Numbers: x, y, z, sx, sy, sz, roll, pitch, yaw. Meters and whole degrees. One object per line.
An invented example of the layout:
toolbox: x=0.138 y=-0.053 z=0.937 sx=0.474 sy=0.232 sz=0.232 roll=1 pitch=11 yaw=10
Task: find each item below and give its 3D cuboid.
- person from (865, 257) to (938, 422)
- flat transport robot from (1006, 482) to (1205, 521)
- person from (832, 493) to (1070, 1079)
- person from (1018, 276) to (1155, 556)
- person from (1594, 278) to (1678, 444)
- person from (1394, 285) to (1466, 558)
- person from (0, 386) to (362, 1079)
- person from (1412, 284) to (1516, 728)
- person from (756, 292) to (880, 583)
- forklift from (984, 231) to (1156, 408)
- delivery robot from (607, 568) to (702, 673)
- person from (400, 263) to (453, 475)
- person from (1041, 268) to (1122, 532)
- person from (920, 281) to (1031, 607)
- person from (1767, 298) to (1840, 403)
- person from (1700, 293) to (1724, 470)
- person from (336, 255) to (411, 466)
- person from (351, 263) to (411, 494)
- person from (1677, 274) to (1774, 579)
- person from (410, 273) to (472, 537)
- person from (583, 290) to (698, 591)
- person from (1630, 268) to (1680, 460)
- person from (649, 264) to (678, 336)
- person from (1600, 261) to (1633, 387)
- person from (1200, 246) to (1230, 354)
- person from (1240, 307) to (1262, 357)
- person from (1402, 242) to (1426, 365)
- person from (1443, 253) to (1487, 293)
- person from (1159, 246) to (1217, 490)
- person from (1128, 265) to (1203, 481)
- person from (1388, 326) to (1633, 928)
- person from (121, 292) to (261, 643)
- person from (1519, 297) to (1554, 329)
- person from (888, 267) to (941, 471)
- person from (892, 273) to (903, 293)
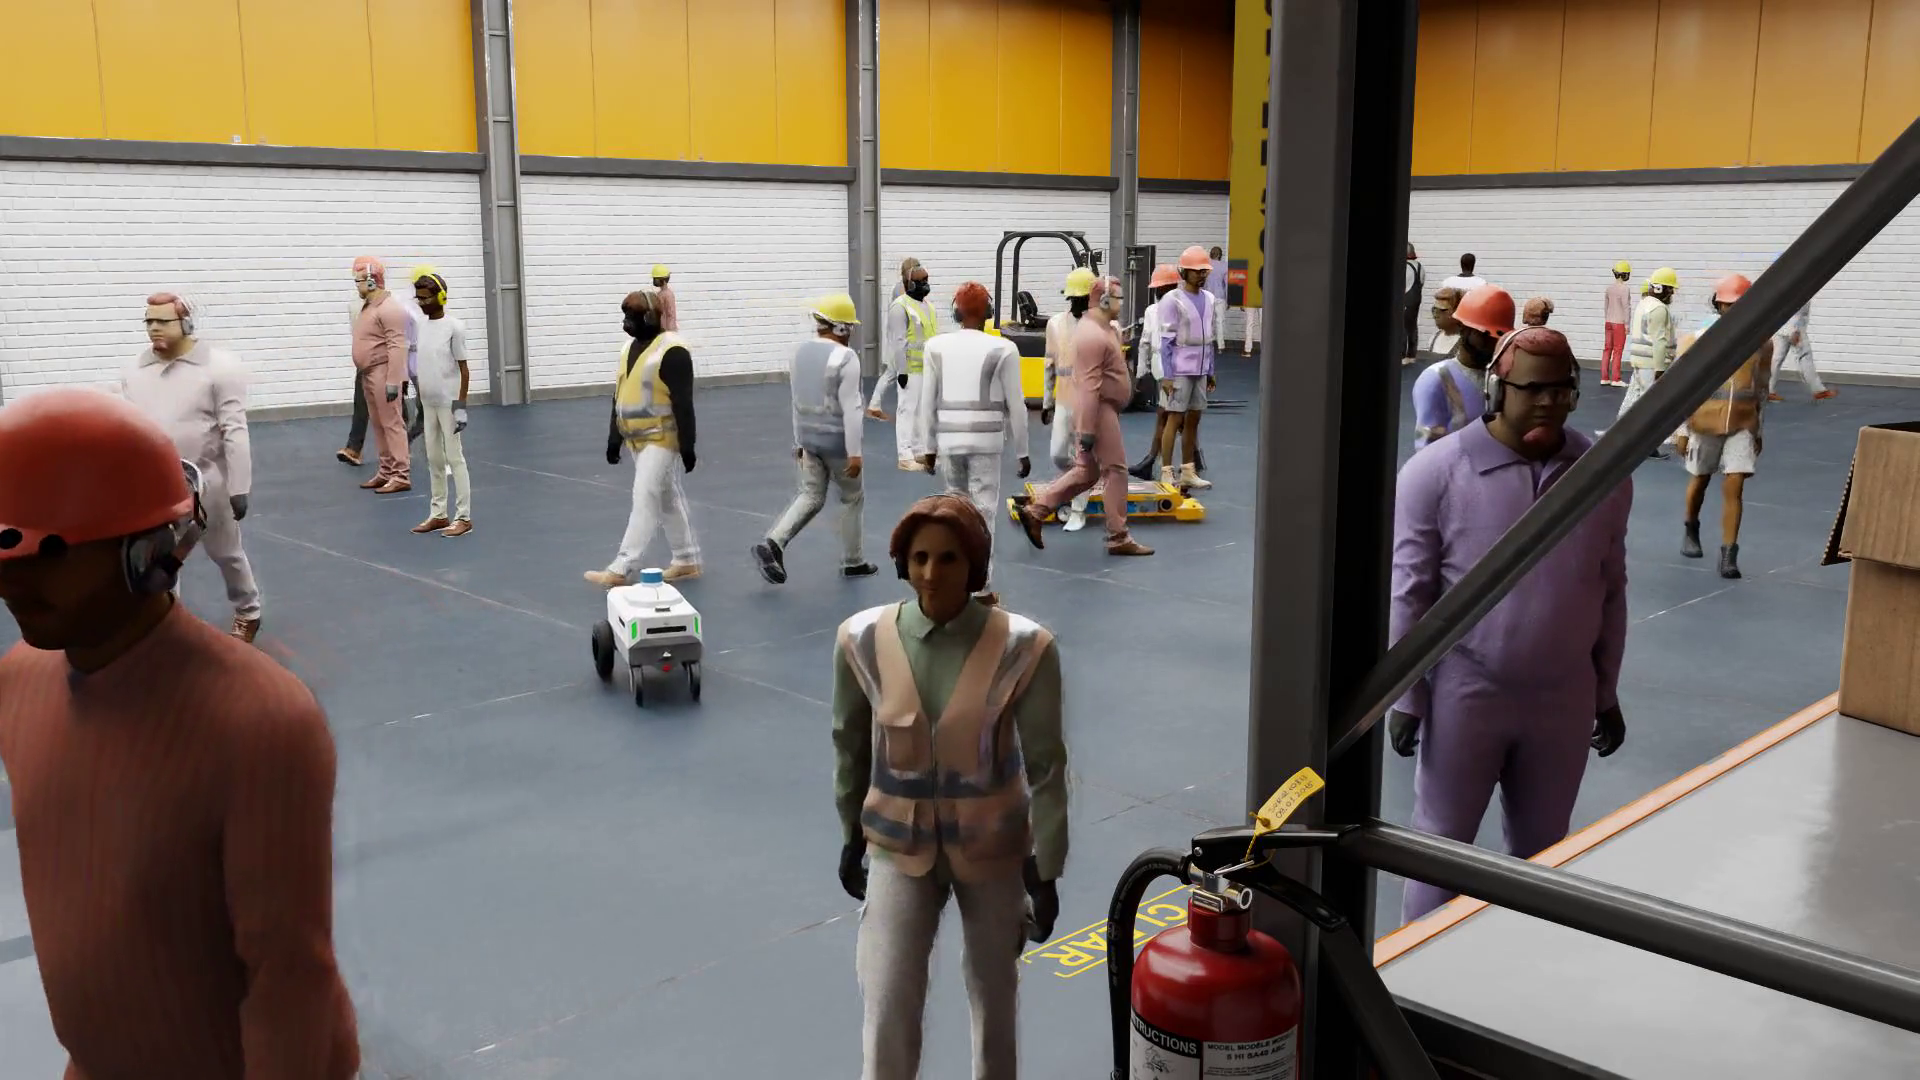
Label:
person: x=-0.626 y=-2.272 z=18.950 sx=1.014 sy=1.894 sz=0.638 roll=-3 pitch=11 yaw=-17
flat transport robot: x=1.087 y=-0.301 z=12.608 sx=1.431 sy=0.197 sz=0.652 roll=0 pitch=10 yaw=-2
person: x=-0.037 y=0.702 z=3.538 sx=0.539 sy=1.593 sz=0.871 roll=2 pitch=11 yaw=10
person: x=0.843 y=-0.819 z=11.077 sx=0.840 sy=1.874 sz=0.649 roll=0 pitch=10 yaw=1
person: x=7.035 y=-1.817 z=16.988 sx=0.891 sy=1.695 sz=0.503 roll=-1 pitch=10 yaw=-5
person: x=3.288 y=-0.762 z=10.932 sx=0.823 sy=1.817 sz=0.542 roll=-3 pitch=11 yaw=-15
person: x=-1.108 y=0.768 z=2.225 sx=0.635 sy=1.931 sz=1.057 roll=4 pitch=11 yaw=23
person: x=2.187 y=-0.131 z=7.173 sx=0.547 sy=1.925 sz=0.391 roll=-7 pitch=12 yaw=-33
person: x=-0.852 y=-0.604 z=10.128 sx=0.597 sy=1.797 sz=0.807 roll=9 pitch=14 yaw=42
forklift: x=1.222 y=-2.721 z=20.561 sx=2.313 sy=2.155 sz=1.214 roll=2 pitch=11 yaw=13
delivery robot: x=-1.453 y=0.378 z=7.880 sx=0.477 sy=0.478 sz=0.707 roll=-4 pitch=11 yaw=-20
person: x=-4.857 y=-1.542 z=14.963 sx=0.796 sy=1.899 sz=0.592 roll=5 pitch=11 yaw=24
person: x=0.886 y=-1.018 z=12.060 sx=0.615 sy=1.903 sz=0.549 roll=6 pitch=12 yaw=28
person: x=0.093 y=-0.521 z=9.447 sx=0.618 sy=1.872 sz=0.412 roll=5 pitch=12 yaw=25
person: x=10.692 y=-2.675 z=21.090 sx=0.956 sy=1.901 sz=0.644 roll=1 pitch=10 yaw=5
person: x=6.946 y=-1.455 z=15.088 sx=0.613 sy=1.659 sz=0.587 roll=0 pitch=10 yaw=-1
person: x=-5.459 y=-1.664 z=15.482 sx=0.612 sy=1.938 sz=0.995 roll=2 pitch=11 yaw=10
person: x=-4.836 y=-1.340 z=13.826 sx=0.402 sy=1.902 sz=0.652 roll=-8 pitch=13 yaw=-37
person: x=4.886 y=-0.759 z=10.694 sx=0.555 sy=1.902 sz=0.982 roll=2 pitch=11 yaw=13
person: x=-3.700 y=-0.952 z=11.820 sx=0.515 sy=1.865 sz=0.329 roll=6 pitch=12 yaw=32
person: x=-1.936 y=-0.586 z=10.000 sx=0.872 sy=1.797 sz=0.642 roll=-8 pitch=13 yaw=-38
person: x=6.644 y=-1.688 z=15.948 sx=0.404 sy=1.822 sz=0.591 roll=1 pitch=10 yaw=6
person: x=-3.764 y=-2.620 z=21.191 sx=0.330 sy=1.765 sz=0.526 roll=-5 pitch=12 yaw=-26
person: x=9.301 y=-3.046 z=23.505 sx=0.310 sy=1.769 sz=0.523 roll=-3 pitch=11 yaw=-13
person: x=4.603 y=-4.338 z=30.098 sx=0.629 sy=1.933 sz=0.379 roll=5 pitch=11 yaw=25
person: x=5.232 y=-4.221 z=29.316 sx=0.617 sy=1.986 sz=0.400 roll=-2 pitch=11 yaw=-8
person: x=7.361 y=-3.935 z=27.604 sx=0.688 sy=2.000 sz=0.536 roll=-8 pitch=13 yaw=-39
person: x=6.648 y=-2.821 z=21.950 sx=0.607 sy=1.889 sz=0.826 roll=5 pitch=11 yaw=25
person: x=1.928 y=-1.415 z=13.851 sx=0.613 sy=2.041 sz=0.393 roll=-9 pitch=14 yaw=-40
person: x=1.828 y=-1.479 z=14.652 sx=1.044 sy=1.872 sz=0.544 roll=-8 pitch=13 yaw=-37
person: x=1.435 y=0.400 z=4.336 sx=0.652 sy=1.904 sz=0.403 roll=-1 pitch=10 yaw=-5
person: x=-3.852 y=-0.307 z=8.323 sx=0.654 sy=1.866 sz=0.971 roll=0 pitch=10 yaw=2
person: x=4.639 y=-1.146 z=13.492 sx=0.306 sy=1.637 sz=0.522 roll=-5 pitch=12 yaw=-26
person: x=-0.393 y=-1.557 z=15.178 sx=0.429 sy=1.845 sz=0.626 roll=5 pitch=12 yaw=27
person: x=-0.759 y=-3.219 z=24.667 sx=0.529 sy=1.686 sz=0.321 roll=5 pitch=11 yaw=24
